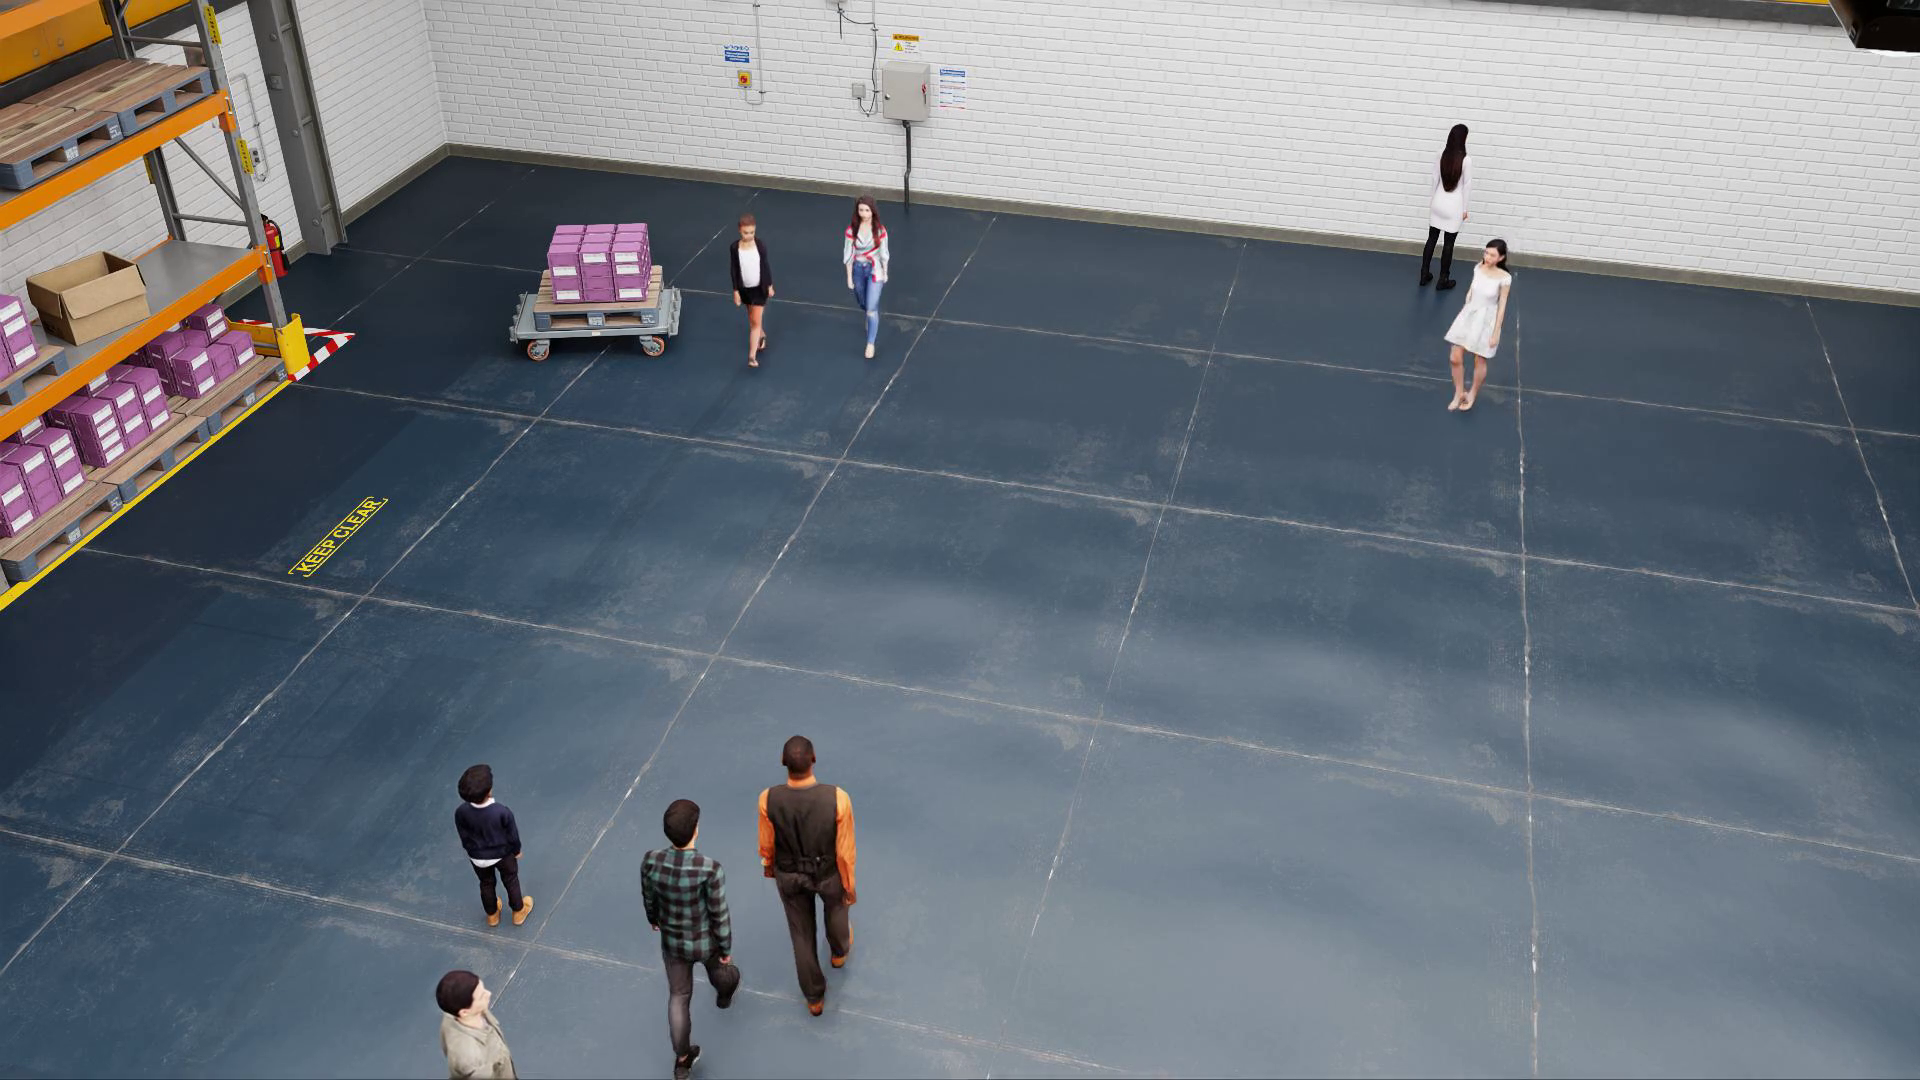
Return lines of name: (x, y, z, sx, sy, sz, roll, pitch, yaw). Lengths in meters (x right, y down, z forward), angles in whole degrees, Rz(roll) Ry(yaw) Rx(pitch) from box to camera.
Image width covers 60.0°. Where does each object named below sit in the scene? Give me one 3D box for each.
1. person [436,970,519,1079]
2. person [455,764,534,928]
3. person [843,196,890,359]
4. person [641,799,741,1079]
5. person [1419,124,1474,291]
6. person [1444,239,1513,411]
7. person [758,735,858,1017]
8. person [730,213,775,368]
person: (-2.315, 2.775, 8.101, 0.841, 1.864, 0.758, -15, 36, -21)
person: (-2.838, 1.851, 10.067, 0.556, 1.227, 0.564, 0, 34, 0)
person: (-0.926, -2.687, 16.574, 0.701, 1.582, 1.089, 4, 34, 6)
person: (-1.480, 2.202, 9.053, 0.795, 1.673, 1.112, 5, 34, 8)
person: (5.160, -3.534, 17.643, 0.698, 1.809, 0.690, -29, 43, -36)
person: (4.855, -1.979, 15.349, 0.911, 1.758, 0.842, -24, 40, -31)
person: (-0.848, 1.939, 9.333, 0.850, 1.893, 0.993, 1, 34, 2)
person: (-2.045, -2.523, 16.388, 0.683, 1.514, 1.071, 0, 34, 1)
